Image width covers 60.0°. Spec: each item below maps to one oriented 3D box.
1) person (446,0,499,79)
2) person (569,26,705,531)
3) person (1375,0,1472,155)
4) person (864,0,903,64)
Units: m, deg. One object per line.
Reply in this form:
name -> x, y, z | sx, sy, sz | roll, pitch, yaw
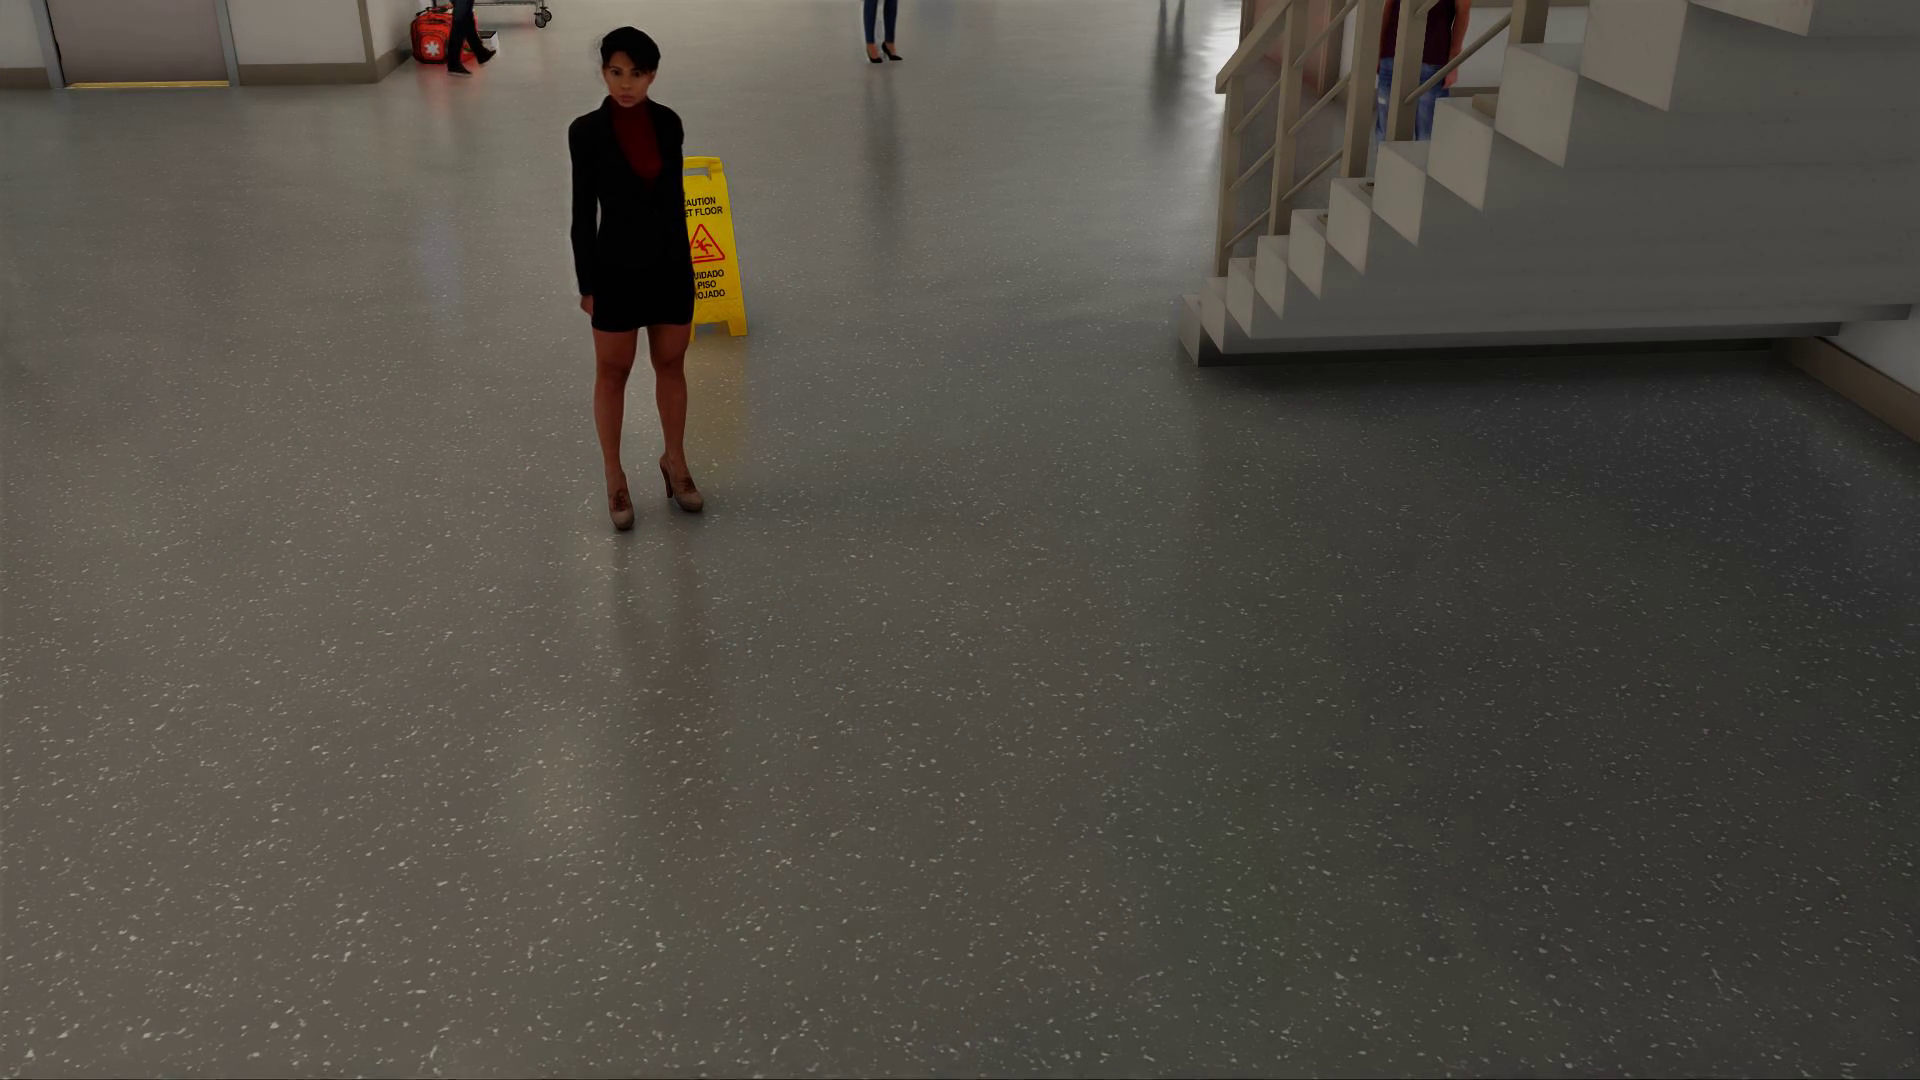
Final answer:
person -> -3.912, -4.289, 12.855 | 0.857, 1.423, 1.115 | 8, 27, 17
person -> -1.051, -0.839, 5.451 | 0.652, 1.640, 0.688 | -15, 29, -28
person -> 2.413, -2.543, 8.739 | 0.800, 1.854, 0.714 | -23, 34, -39
person -> -0.628, -4.795, 13.479 | 0.688, 1.793, 0.644 | 23, 34, 39
